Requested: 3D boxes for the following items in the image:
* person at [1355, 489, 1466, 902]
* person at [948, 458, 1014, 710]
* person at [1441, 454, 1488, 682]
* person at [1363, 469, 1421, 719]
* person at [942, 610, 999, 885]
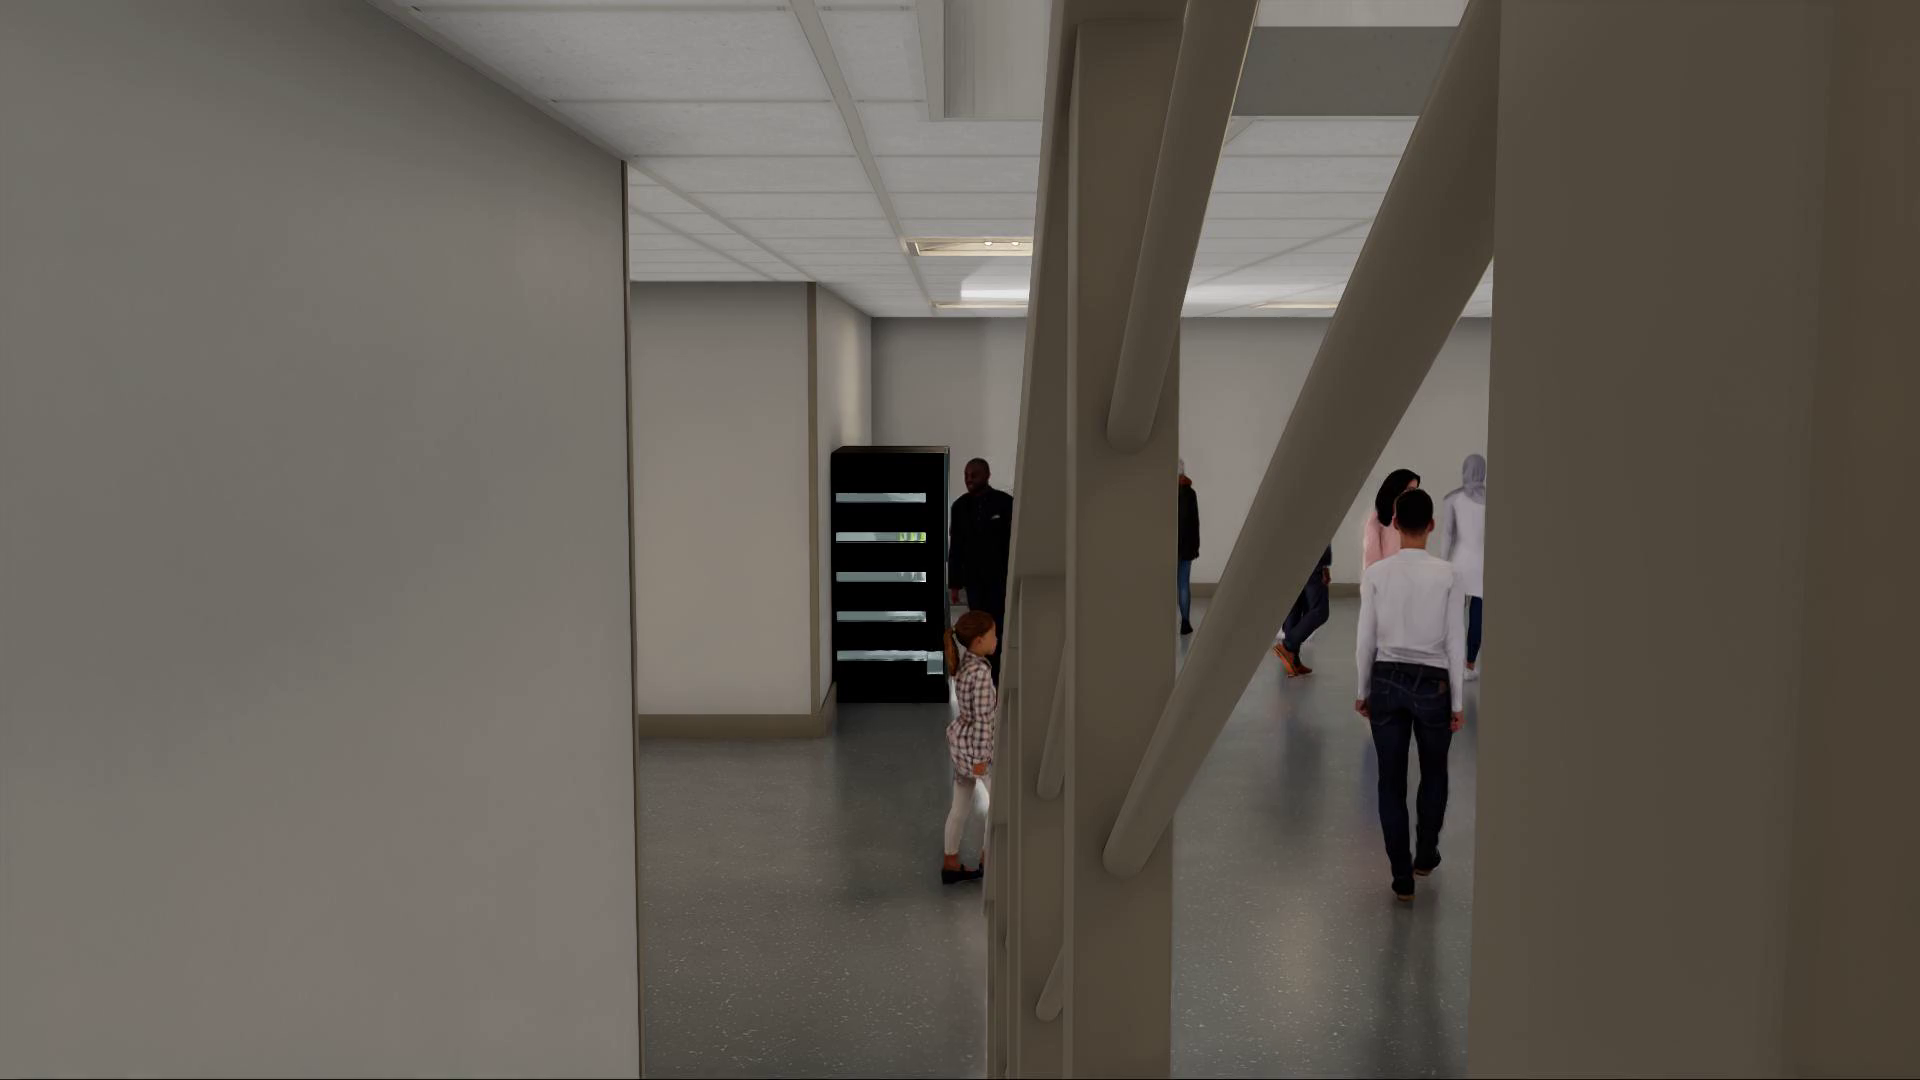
[{"bbox_3d":[2.031,0.709,7.504,0.783,1.853,0.964,2,6,15],"label":"person"},{"bbox_3d":[0.251,0.314,11.909,0.840,1.796,0.851,3,7,28],"label":"person"},{"bbox_3d":[3.991,0.224,12.958,0.722,1.766,0.731,3,6,25],"label":"person"},{"bbox_3d":[2.950,0.370,11.591,0.743,1.749,0.687,-1,6,-12],"label":"person"},{"bbox_3d":[0.000,0.979,7.790,0.691,1.299,0.620,-2,6,-17],"label":"person"}]
